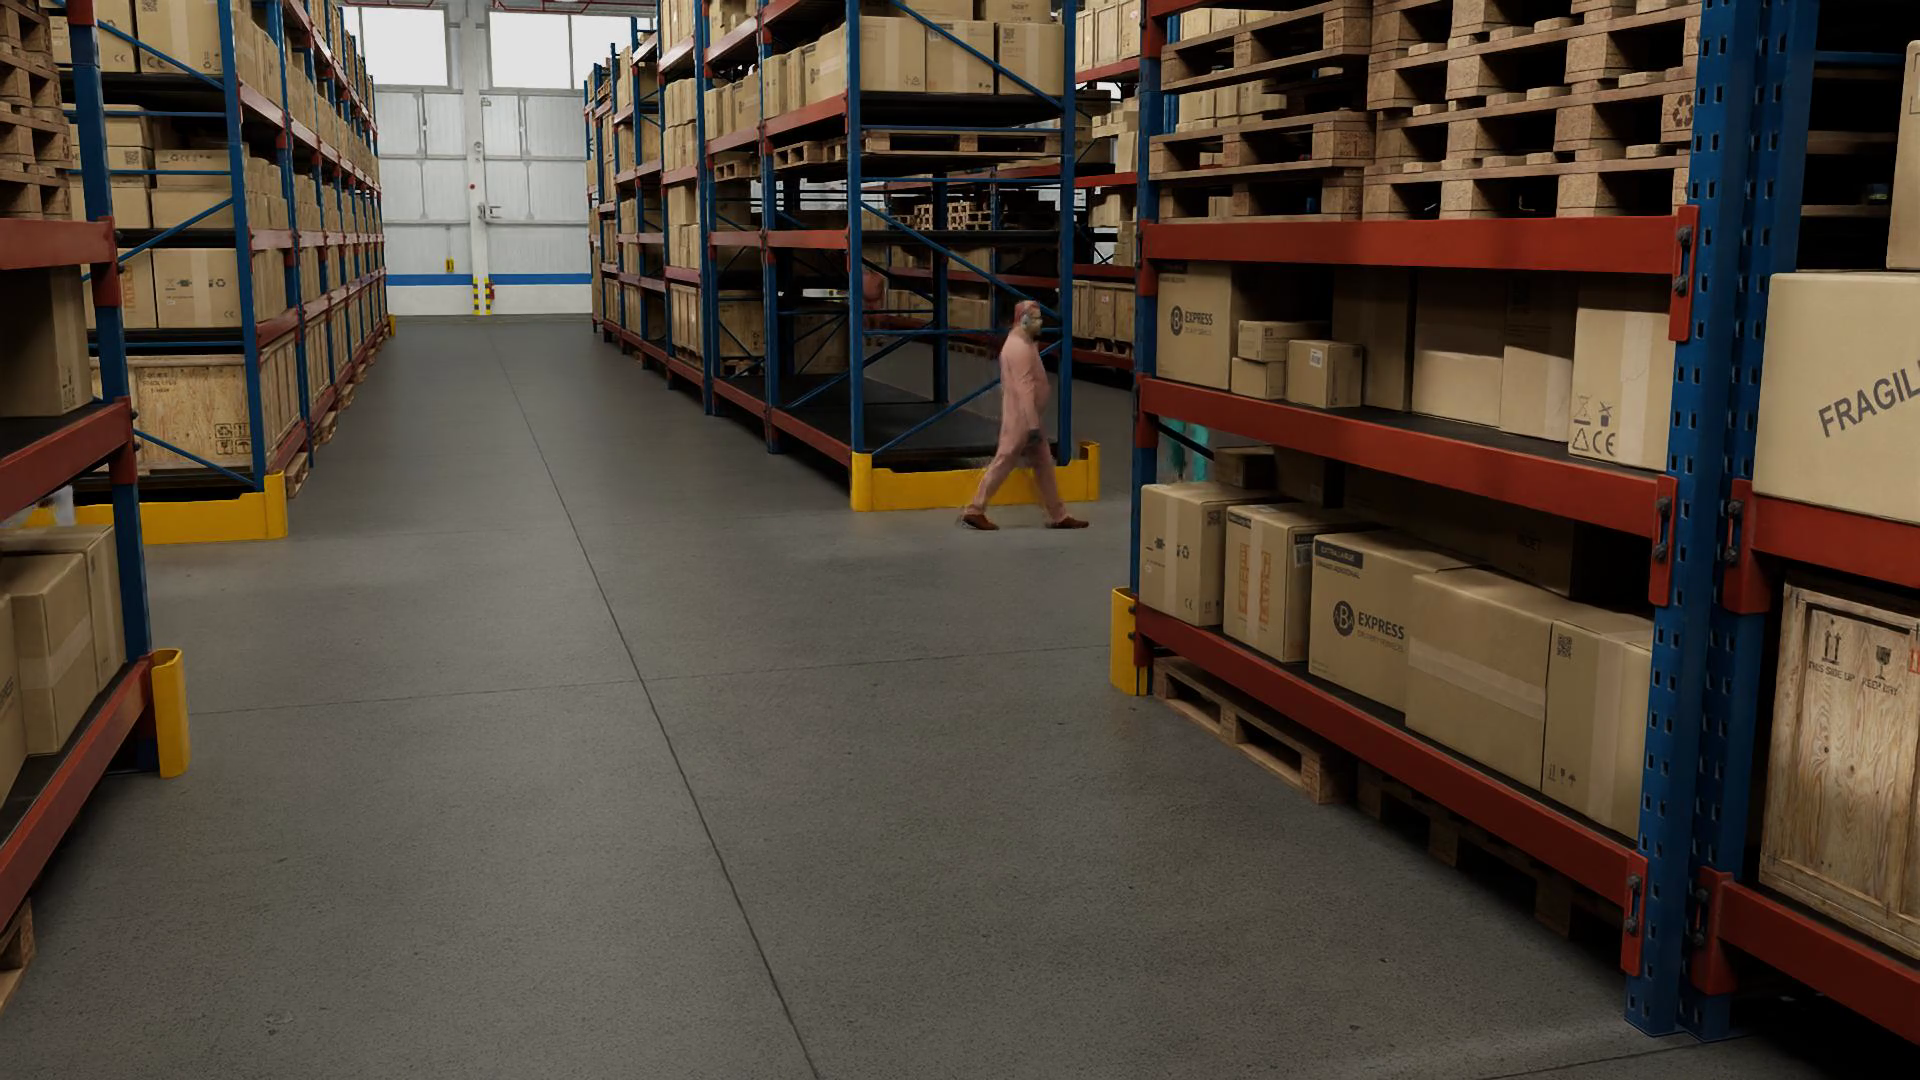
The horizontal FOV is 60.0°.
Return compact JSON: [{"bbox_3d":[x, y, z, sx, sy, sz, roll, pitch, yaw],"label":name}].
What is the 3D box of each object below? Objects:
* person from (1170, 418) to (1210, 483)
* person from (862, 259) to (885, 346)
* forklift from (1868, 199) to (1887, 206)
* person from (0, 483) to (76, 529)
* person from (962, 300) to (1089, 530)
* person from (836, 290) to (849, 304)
[{"bbox_3d":[2.113,-1.265,15.108,0.558,1.748,0.555,1,10,7],"label":"person"},{"bbox_3d":[-1.899,-5.085,35.733,0.649,1.867,0.942,-2,11,-12],"label":"person"},{"bbox_3d":[11.338,-2.915,21.052,1.129,2.768,1.873,-3,11,-17],"label":"forklift"},{"bbox_3d":[-6.554,-0.675,11.719,0.621,1.835,0.590,1,10,5],"label":"person"},{"bbox_3d":[0.491,-0.981,13.276,1.007,1.861,0.662,1,10,6],"label":"person"},{"bbox_3d":[-3.201,-7.068,46.516,0.880,1.908,0.552,-2,11,-11],"label":"person"}]
